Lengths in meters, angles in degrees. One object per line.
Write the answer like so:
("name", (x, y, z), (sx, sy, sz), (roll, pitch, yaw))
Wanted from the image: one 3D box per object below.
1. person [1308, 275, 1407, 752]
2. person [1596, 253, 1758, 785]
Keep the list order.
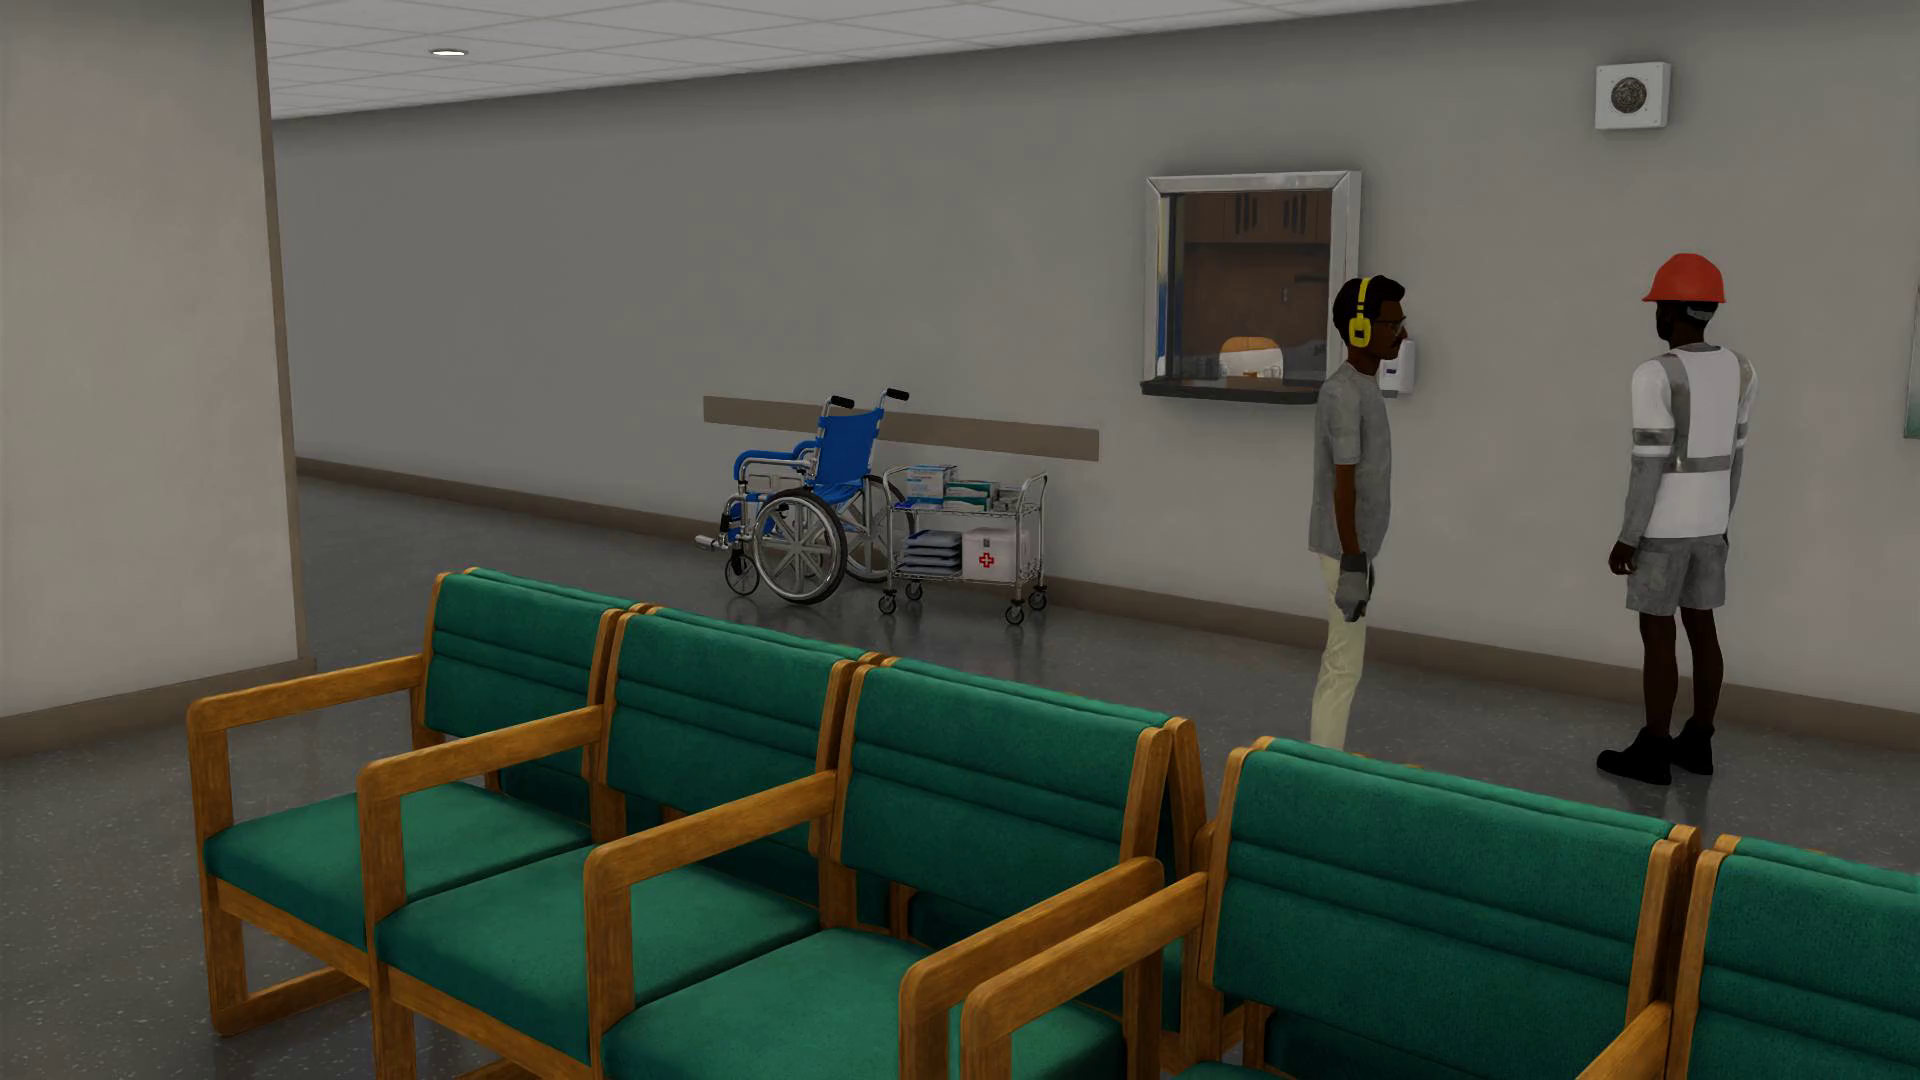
("person", (1.334, 0.057, 5.577), (0.323, 1.871, 0.528), (3, 10, 14))
("person", (2.616, -0.070, 6.106), (0.542, 1.939, 0.364), (-5, 11, -25))
